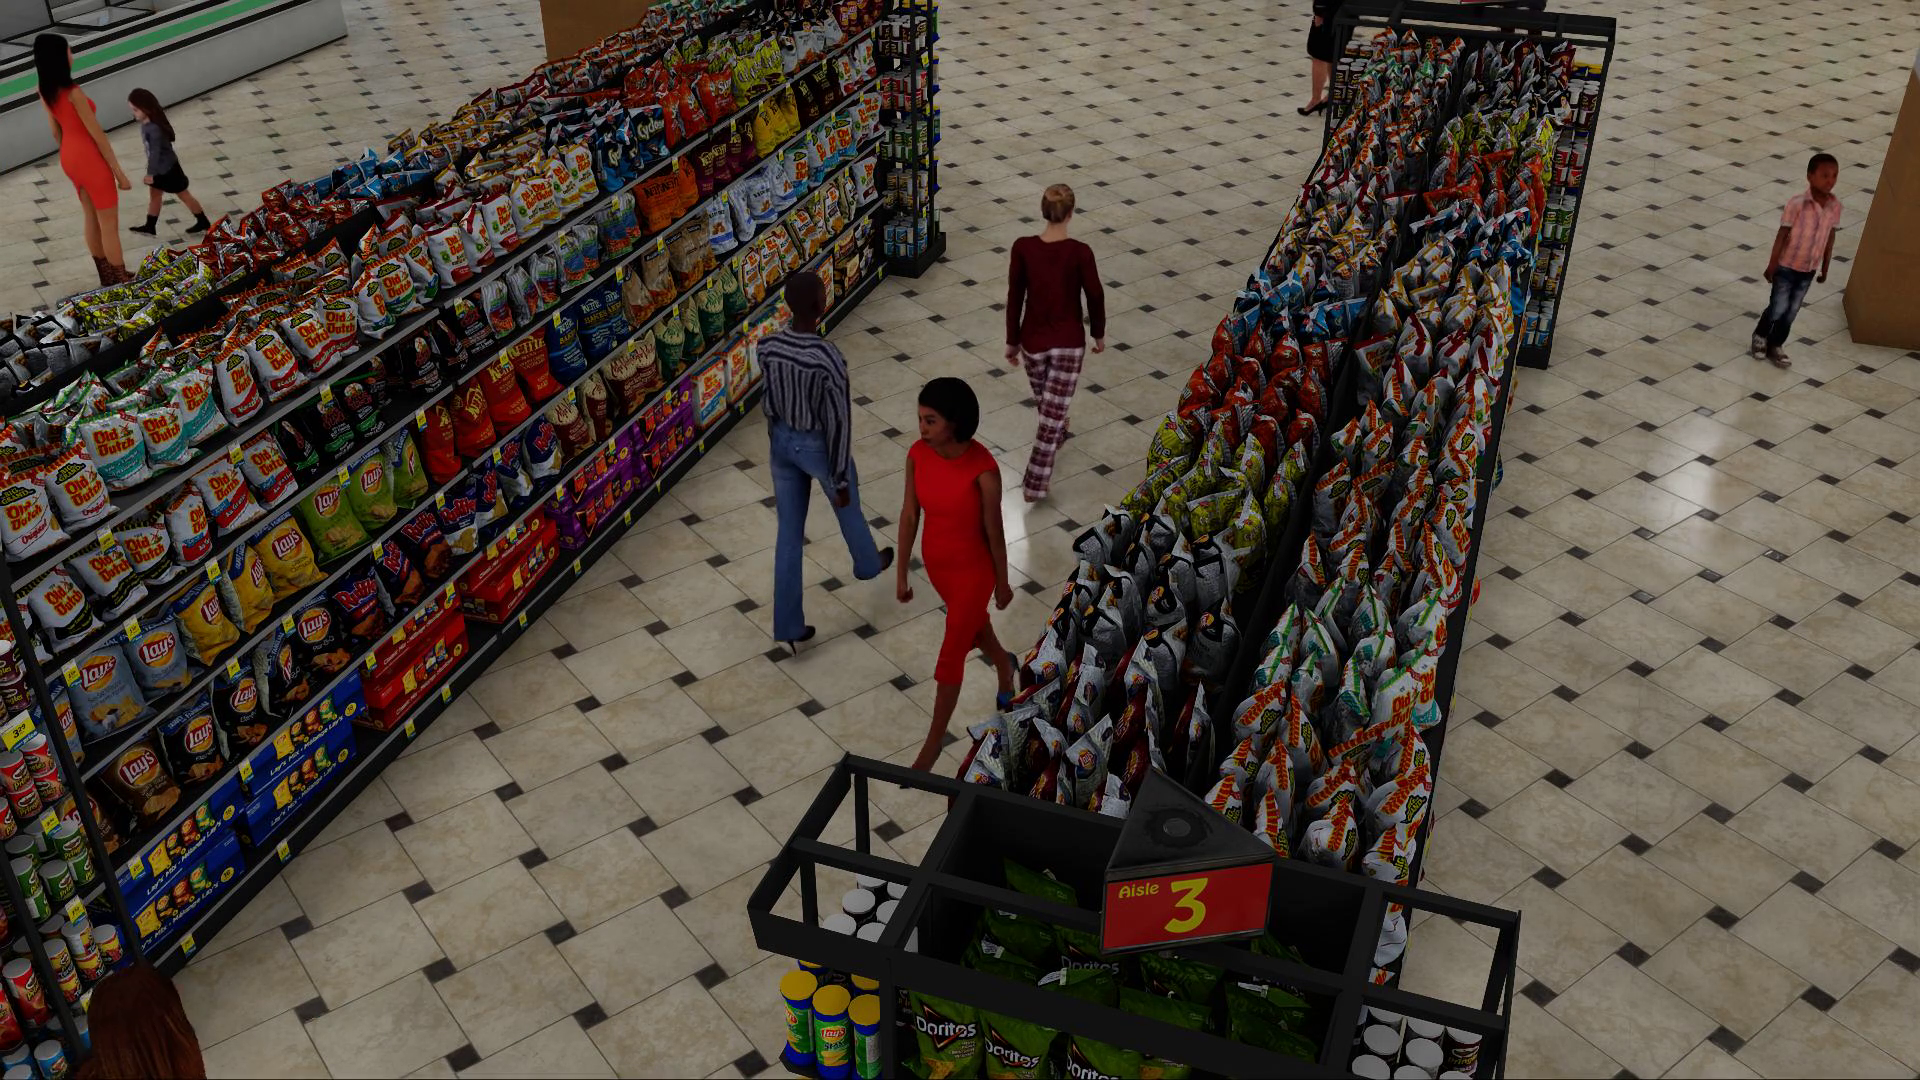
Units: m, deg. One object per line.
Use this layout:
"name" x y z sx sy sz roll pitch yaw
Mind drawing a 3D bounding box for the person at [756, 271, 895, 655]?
"person" -0.713 -0.279 7.316 0.755 1.757 1.150 15 35 23

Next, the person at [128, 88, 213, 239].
"person" -5.585 -2.661 11.788 0.822 1.075 0.691 -22 38 -31

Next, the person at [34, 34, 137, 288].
"person" -5.657 -2.405 10.767 0.632 1.719 0.602 17 36 25

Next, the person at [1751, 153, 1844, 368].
"person" 5.026 -1.706 10.039 0.601 1.303 0.634 -2 32 -4

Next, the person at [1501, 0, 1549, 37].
"person" 5.063 -5.014 14.978 0.735 1.701 0.632 28 41 37

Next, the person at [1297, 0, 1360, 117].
"person" 3.198 -4.439 14.088 0.853 1.666 0.691 23 38 32

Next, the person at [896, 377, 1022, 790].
"person" 0.045 0.110 6.752 0.792 1.691 1.188 19 36 27

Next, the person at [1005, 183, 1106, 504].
"person" 0.449 -0.969 8.516 0.645 1.660 1.035 12 34 19
